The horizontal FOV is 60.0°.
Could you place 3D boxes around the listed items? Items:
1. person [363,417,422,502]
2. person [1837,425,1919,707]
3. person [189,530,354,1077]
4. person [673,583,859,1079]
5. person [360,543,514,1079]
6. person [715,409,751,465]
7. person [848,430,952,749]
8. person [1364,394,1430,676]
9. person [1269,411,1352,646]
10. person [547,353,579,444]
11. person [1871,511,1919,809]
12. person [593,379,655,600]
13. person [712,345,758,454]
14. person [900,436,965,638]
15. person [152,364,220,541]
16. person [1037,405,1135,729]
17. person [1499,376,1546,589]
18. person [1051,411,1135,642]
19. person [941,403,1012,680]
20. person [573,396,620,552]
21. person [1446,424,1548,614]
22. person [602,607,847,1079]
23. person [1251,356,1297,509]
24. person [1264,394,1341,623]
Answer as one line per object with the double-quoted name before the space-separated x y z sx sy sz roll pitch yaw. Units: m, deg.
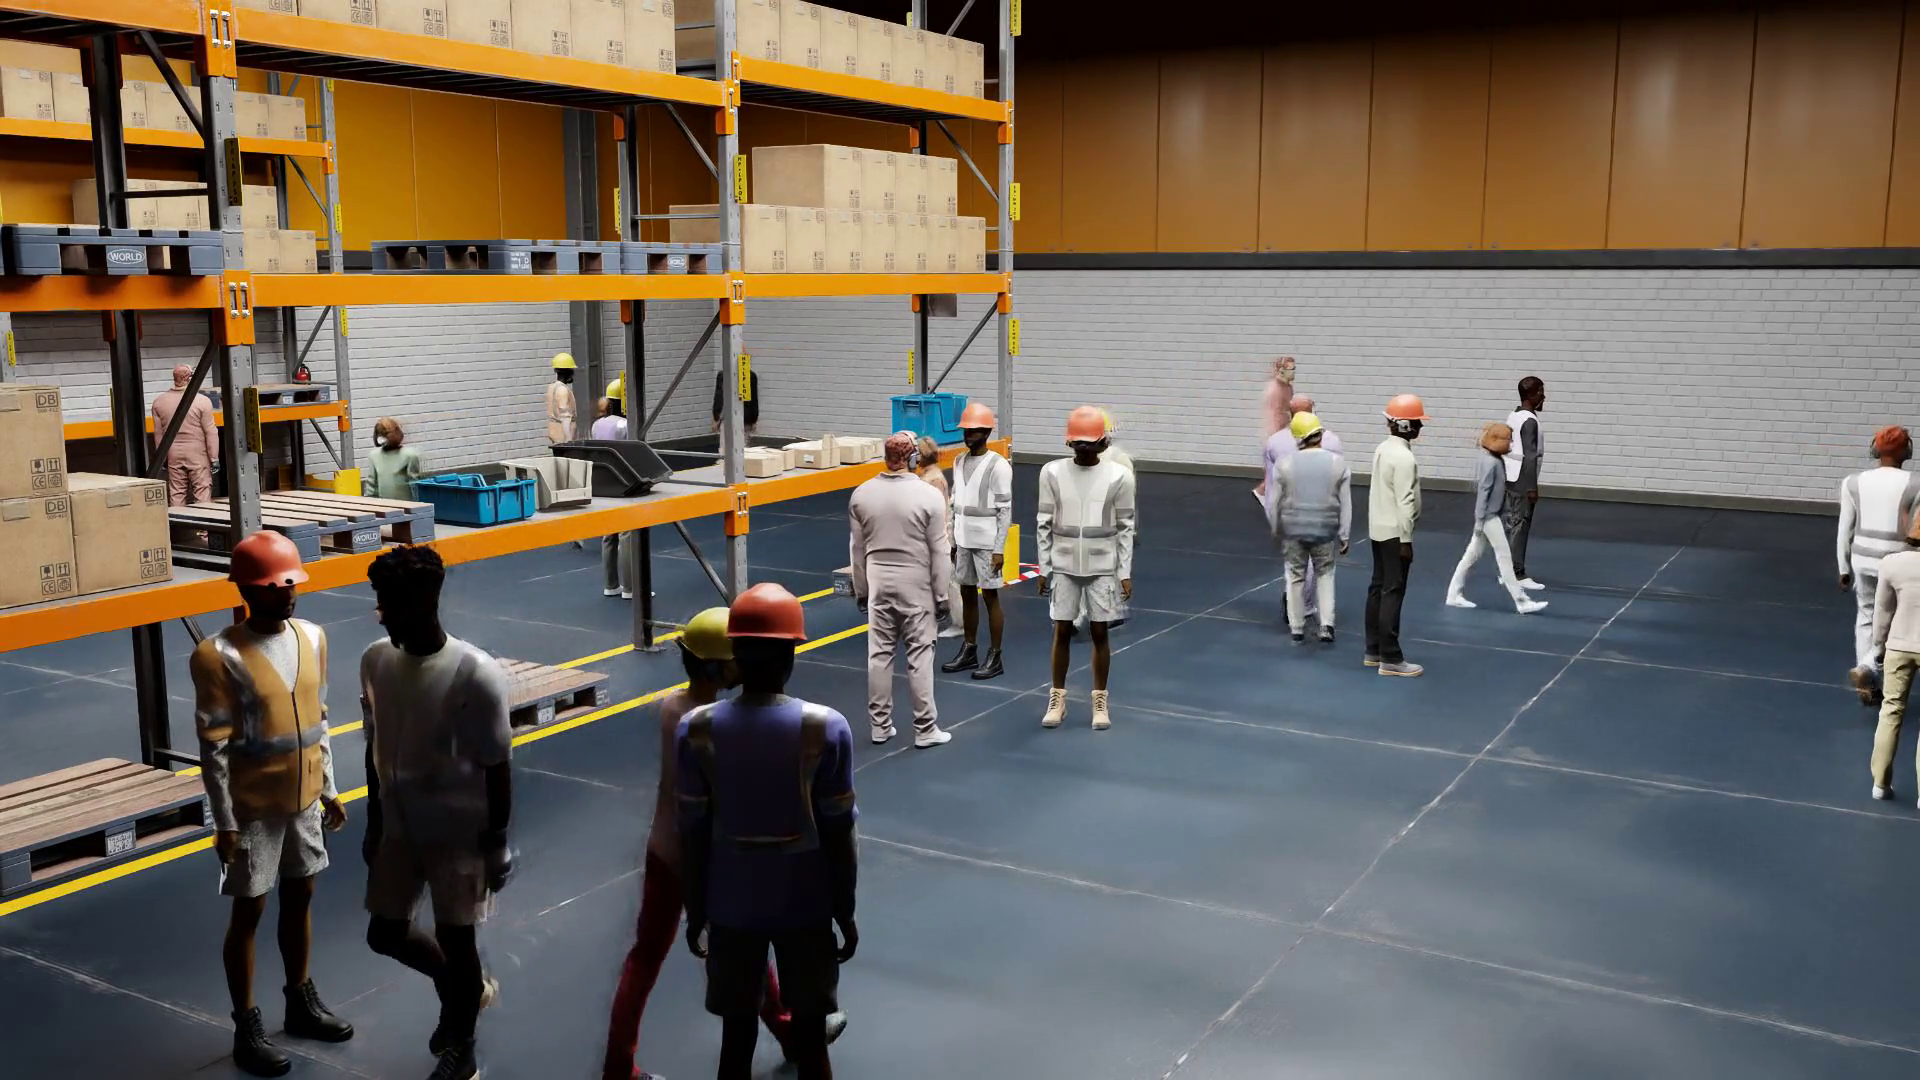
"person" -4.889 -0.235 14.222 0.539 1.608 0.662 3 10 20
"person" 5.958 0.189 10.763 0.638 1.868 0.600 -7 11 -37
"person" -2.452 0.922 5.983 0.364 1.939 0.542 5 10 28
"person" -0.568 1.086 4.998 0.542 1.927 0.374 0 9 2
"person" -1.779 0.967 5.680 0.616 1.943 0.444 4 10 24
"person" -3.081 -1.576 22.611 0.606 1.614 0.344 0 9 1
"person" -0.338 0.297 9.984 0.642 1.910 0.401 4 10 25
"person" 3.103 -0.042 11.827 0.394 1.994 0.612 -1 9 -4
"person" 2.652 -0.076 12.620 0.610 1.811 0.465 1 9 7
"person" -4.556 -1.189 19.198 0.373 1.925 0.590 -4 10 -25
"person" 5.121 0.617 8.865 0.278 1.628 0.500 -7 11 -37
"person" -2.950 -0.439 14.514 0.585 1.927 0.366 8 12 42
"person" -2.843 -1.572 21.472 0.813 1.969 0.620 9 13 44
"person" -0.255 -0.002 12.776 0.764 1.593 0.536 -3 10 -19
"person" -7.973 -0.864 17.231 0.651 1.906 0.403 1 9 4
"person" 0.771 0.175 10.351 0.605 2.034 0.400 2 9 11
"person" 5.086 -0.521 15.051 0.391 1.920 0.587 0 9 2
"person" 0.992 -0.113 12.902 0.922 1.781 0.625 -7 12 -39
"person" 0.115 0.005 11.697 0.346 1.942 0.550 -9 12 -43
"person" -3.608 -0.661 16.861 0.644 1.622 0.520 -5 10 -27
"person" 4.509 -0.184 13.953 0.845 1.579 0.520 4 10 25
"person" -0.858 1.072 5.755 0.933 1.710 0.540 -7 11 -36
"person" 3.713 -1.196 19.352 0.492 1.887 0.662 3 10 18
"person" 2.764 -0.244 13.466 0.647 1.874 0.810 6 11 33
